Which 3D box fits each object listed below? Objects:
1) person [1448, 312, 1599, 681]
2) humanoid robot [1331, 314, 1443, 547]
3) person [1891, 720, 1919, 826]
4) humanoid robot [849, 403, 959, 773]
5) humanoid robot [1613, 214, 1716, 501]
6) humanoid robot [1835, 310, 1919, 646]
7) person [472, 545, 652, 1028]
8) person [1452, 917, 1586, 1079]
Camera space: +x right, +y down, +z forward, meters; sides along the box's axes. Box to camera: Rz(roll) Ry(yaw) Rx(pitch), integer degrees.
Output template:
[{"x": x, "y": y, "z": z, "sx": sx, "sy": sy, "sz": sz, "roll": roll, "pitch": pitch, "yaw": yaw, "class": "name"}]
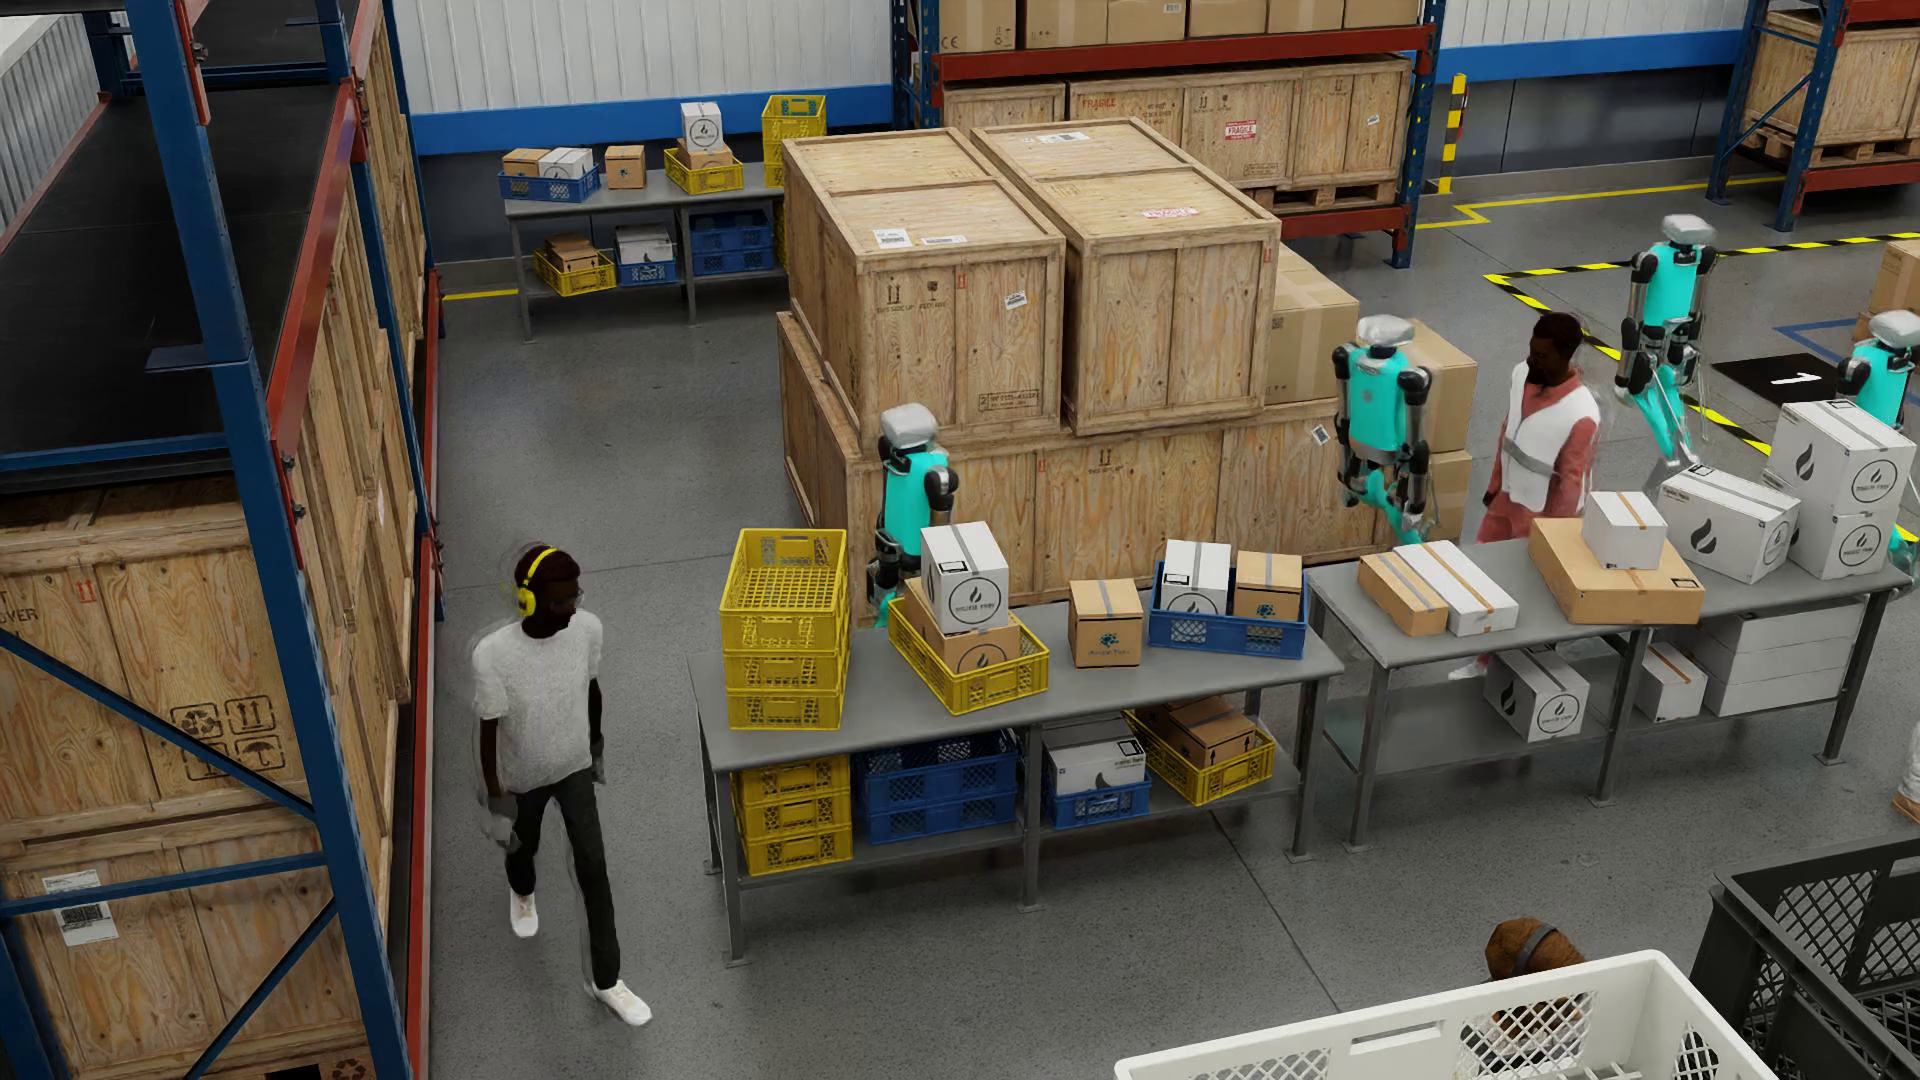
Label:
[{"x": 2.678, "y": -0.175, "z": 7.737, "sx": 0.555, "sy": 1.902, "sz": 0.618, "roll": -6, "pitch": 29, "yaw": -11, "class": "person"}, {"x": 2.183, "y": -0.302, "z": 8.178, "sx": 0.802, "sy": 1.789, "sz": 0.559, "roll": -20, "pitch": 35, "yaw": -32, "class": "humanoid robot"}, {"x": 4.283, "y": 0.369, "z": 6.832, "sx": 0.629, "sy": 1.835, "sz": 0.429, "roll": -16, "pitch": 33, "yaw": -27, "class": "person"}, {"x": -0.396, "y": 0.374, "z": 7.033, "sx": 0.761, "sy": 1.897, "sz": 0.545, "roll": -15, "pitch": 32, "yaw": -25, "class": "humanoid robot"}, {"x": 3.955, "y": -0.799, "z": 9.157, "sx": 0.541, "sy": 1.906, "sz": 0.714, "roll": -12, "pitch": 31, "yaw": -21, "class": "humanoid robot"}, {"x": 4.409, "y": -0.170, "z": 7.942, "sx": 0.552, "sy": 1.836, "sz": 0.684, "roll": -18, "pitch": 33, "yaw": -29, "class": "humanoid robot"}, {"x": -1.501, "y": 0.829, "z": 6.019, "sx": 0.568, "sy": 1.811, "sz": 0.967, "roll": -17, "pitch": 33, "yaw": -28, "class": "person"}, {"x": 1.344, "y": 1.715, "z": 4.369, "sx": 0.325, "sy": 1.843, "sz": 0.514, "roll": 19, "pitch": 34, "yaw": 30, "class": "person"}]
